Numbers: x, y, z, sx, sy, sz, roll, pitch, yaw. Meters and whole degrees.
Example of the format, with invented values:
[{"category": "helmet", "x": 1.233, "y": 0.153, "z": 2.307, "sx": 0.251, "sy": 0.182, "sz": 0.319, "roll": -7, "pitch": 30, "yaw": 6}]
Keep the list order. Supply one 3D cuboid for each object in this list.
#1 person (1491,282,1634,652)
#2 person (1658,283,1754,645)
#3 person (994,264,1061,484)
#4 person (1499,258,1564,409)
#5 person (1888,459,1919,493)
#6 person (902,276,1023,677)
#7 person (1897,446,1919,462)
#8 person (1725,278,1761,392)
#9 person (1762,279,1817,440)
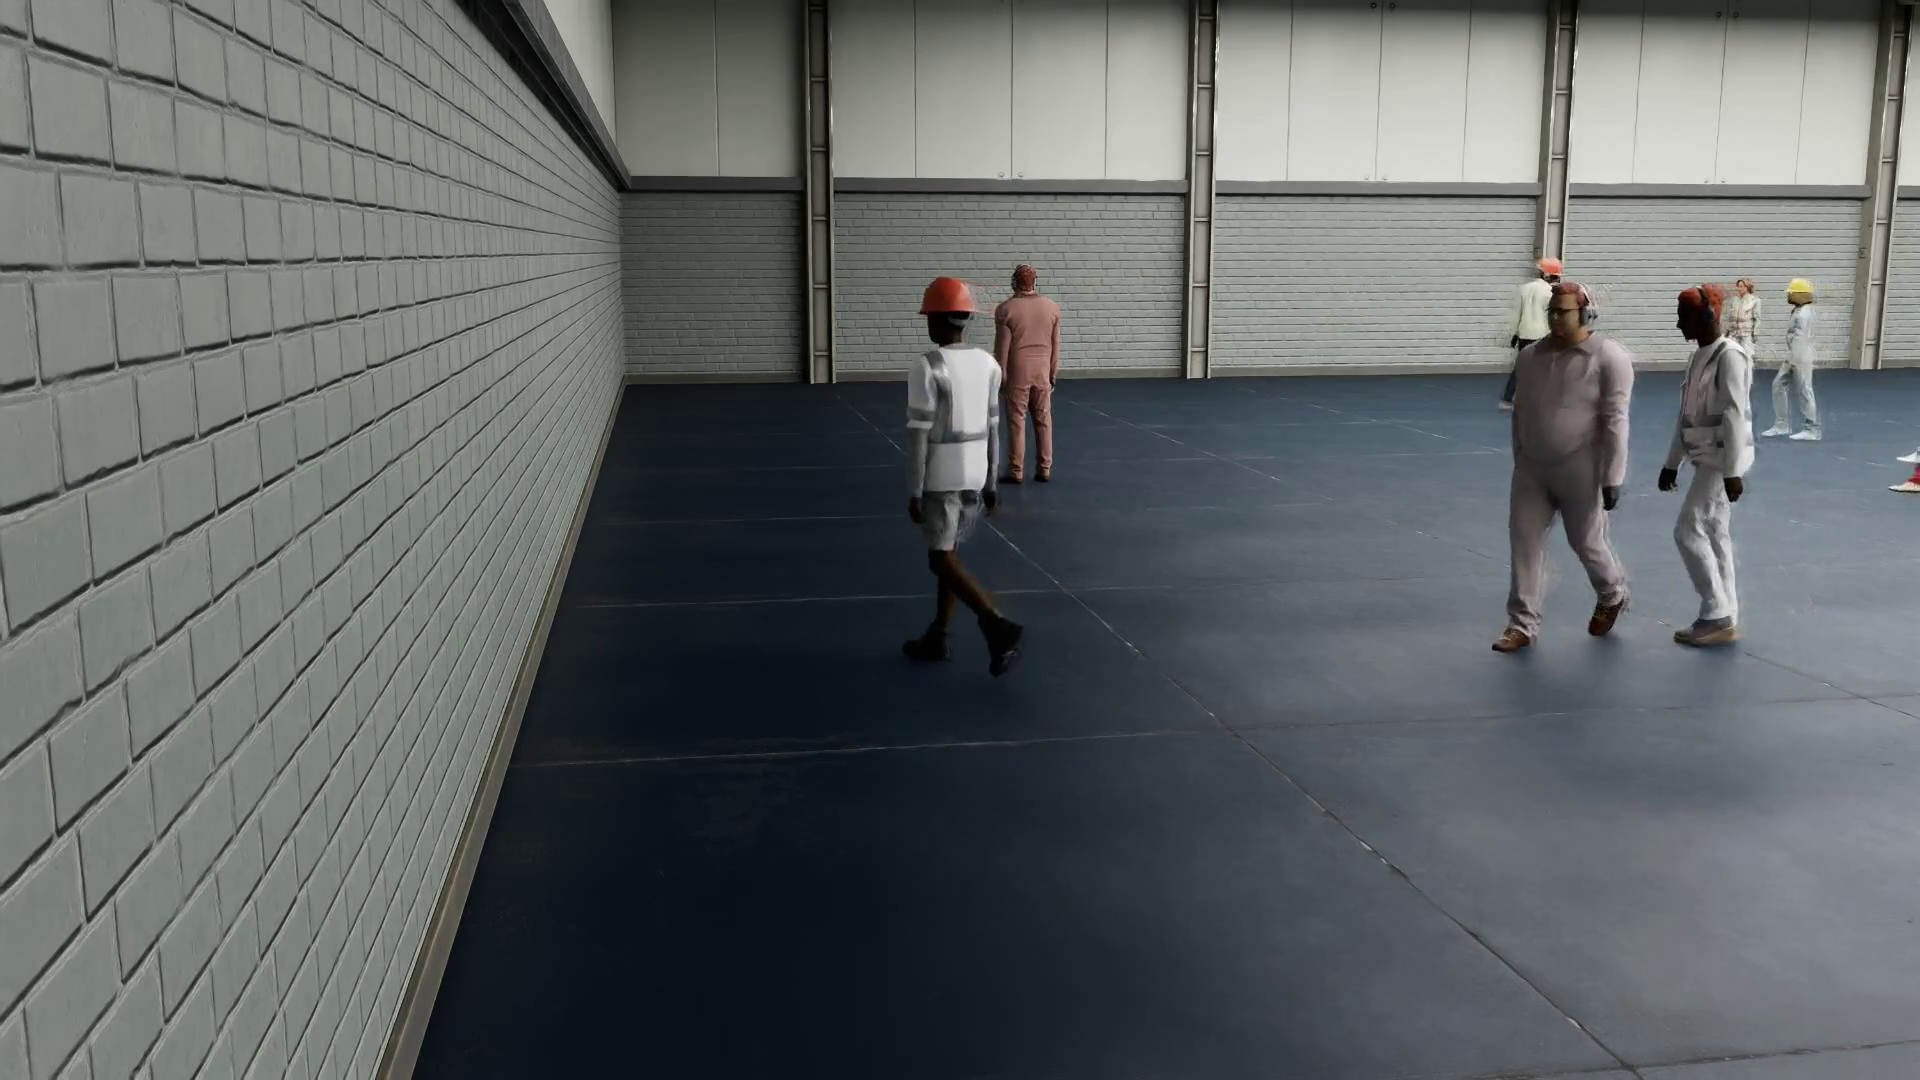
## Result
[{"category": "person", "x": 3.128, "y": -0.383, "z": 8.535, "sx": 0.891, "sy": 1.879, "sz": 0.651, "roll": -8, "pitch": 13, "yaw": -40}, {"category": "person", "x": 3.875, "y": -0.391, "z": 8.637, "sx": 0.483, "sy": 1.861, "sz": 0.613, "roll": 2, "pitch": 10, "yaw": 12}, {"category": "person", "x": 0.560, "y": -1.438, "z": 14.506, "sx": 0.636, "sy": 1.911, "sz": 0.404, "roll": -5, "pitch": 11, "yaw": -25}, {"category": "person", "x": 7.252, "y": -2.574, "z": 20.940, "sx": 0.461, "sy": 1.943, "sz": 0.706, "roll": -5, "pitch": 11, "yaw": -28}, {"category": "person", "x": 8.322, "y": -1.233, "z": 13.820, "sx": 0.855, "sy": 1.735, "sz": 0.538, "roll": 4, "pitch": 11, "yaw": 23}, {"category": "person", "x": 0.013, "y": -0.297, "z": 7.953, "sx": 0.548, "sy": 1.911, "sz": 0.843, "roll": -9, "pitch": 13, "yaw": -43}, {"category": "person", "x": 9.444, "y": -1.648, "z": 15.730, "sx": 0.791, "sy": 1.907, "sz": 0.595, "roll": 8, "pitch": 13, "yaw": 40}, {"category": "person", "x": 11.282, "y": -2.953, "z": 23.999, "sx": 0.306, "sy": 1.639, "sz": 0.523, "roll": -6, "pitch": 11, "yaw": -30}, {"category": "person", "x": 8.972, "y": -1.944, "z": 17.932, "sx": 0.663, "sy": 1.720, "sz": 0.508, "roll": 4, "pitch": 10, "yaw": 20}]
